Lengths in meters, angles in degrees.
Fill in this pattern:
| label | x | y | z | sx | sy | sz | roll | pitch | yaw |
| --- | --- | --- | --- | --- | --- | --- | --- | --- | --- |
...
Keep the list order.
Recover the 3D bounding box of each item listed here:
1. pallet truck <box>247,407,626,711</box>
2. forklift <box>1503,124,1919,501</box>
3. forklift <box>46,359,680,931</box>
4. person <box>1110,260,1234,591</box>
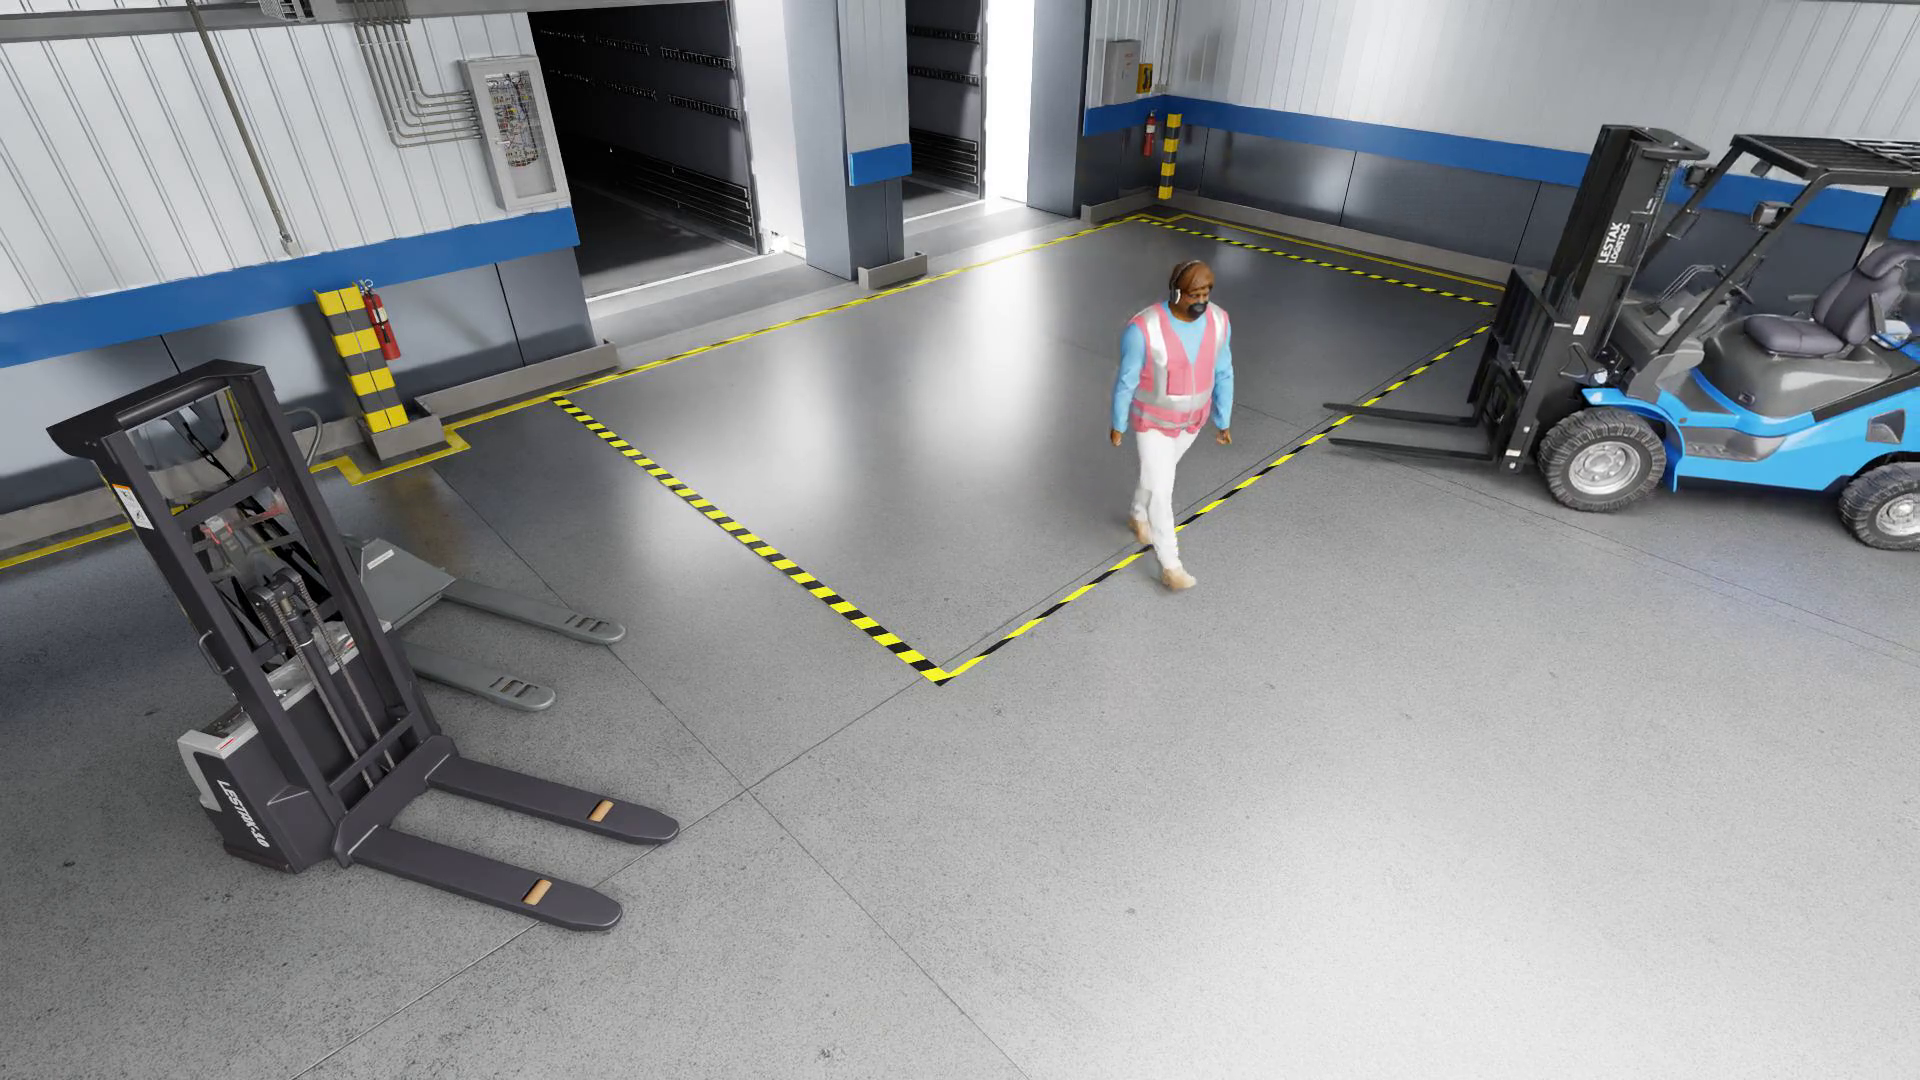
| label | x | y | z | sx | sy | sz | roll | pitch | yaw |
| --- | --- | --- | --- | --- | --- | --- | --- | --- | --- |
| pallet truck | -2.628 | 0.038 | 4.590 | 1.601 | 1.201 | 0.680 | 12 | 36 | 18 |
| forklift | 5.007 | -1.376 | 5.681 | 2.680 | 2.036 | 1.157 | 8 | 35 | 12 |
| forklift | -2.135 | 0.422 | 3.354 | 1.885 | 1.965 | 0.823 | 10 | 35 | 14 |
| person | 1.225 | -0.610 | 5.037 | 0.658 | 1.803 | 0.901 | -12 | 36 | -18 |
